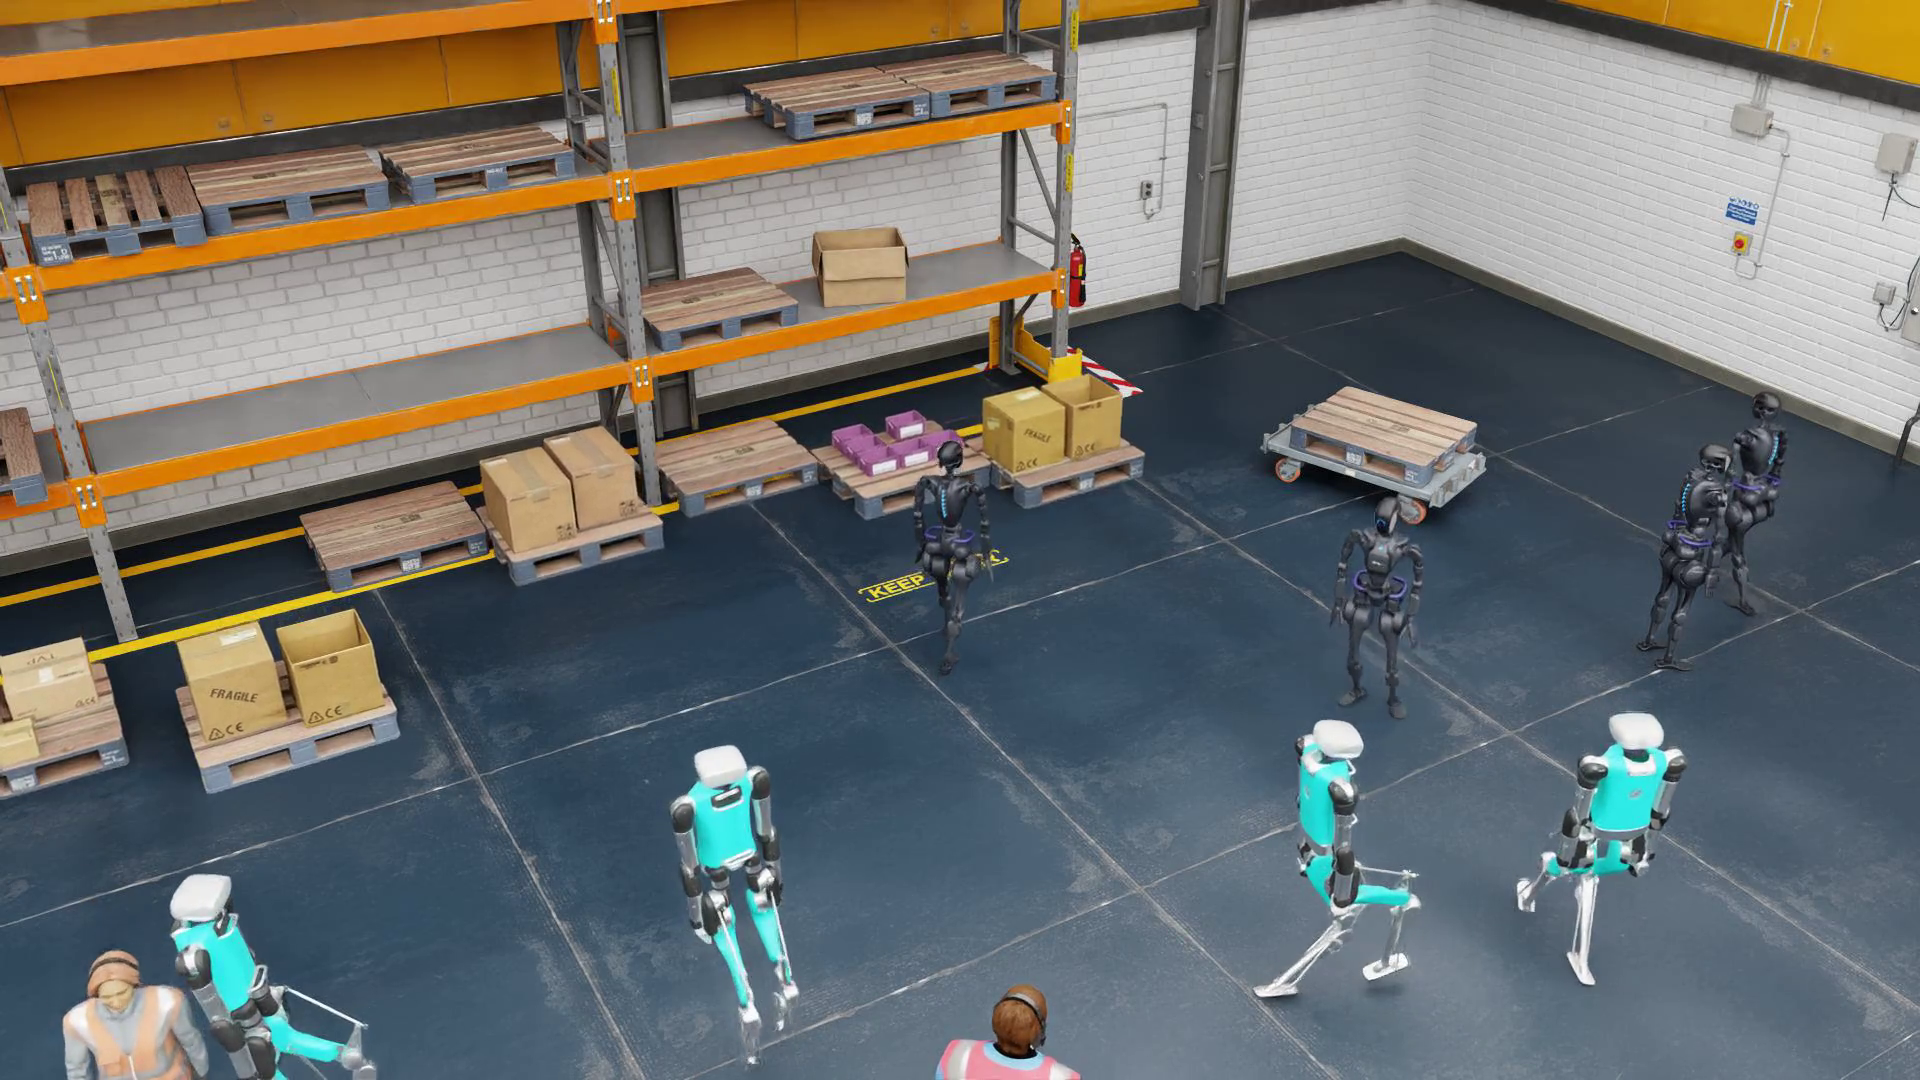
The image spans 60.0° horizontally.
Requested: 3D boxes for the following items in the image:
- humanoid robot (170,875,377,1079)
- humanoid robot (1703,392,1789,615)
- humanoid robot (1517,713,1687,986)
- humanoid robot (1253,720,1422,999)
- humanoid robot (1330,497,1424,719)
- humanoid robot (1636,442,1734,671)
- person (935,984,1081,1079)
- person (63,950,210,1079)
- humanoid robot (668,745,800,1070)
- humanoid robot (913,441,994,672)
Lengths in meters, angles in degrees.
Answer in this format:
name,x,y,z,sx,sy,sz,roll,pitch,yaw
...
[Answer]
name,x,y,z,sx,sy,sz,roll,pitch,yaw
humanoid robot,-2.996,2.274,7.552,0.781,1.867,0.540,-5,30,-9
humanoid robot,5.708,-0.319,12.141,0.611,1.629,0.740,-12,32,-21
humanoid robot,3.314,1.527,8.837,0.552,1.837,0.896,-2,30,-4
humanoid robot,2.080,1.664,8.583,1.040,1.765,0.544,-7,30,-12
humanoid robot,2.721,0.424,10.794,0.595,1.631,0.381,14,32,23
humanoid robot,4.986,0.087,11.375,0.315,1.657,0.599,-3,30,-5
person,0.215,2.563,6.855,0.628,1.838,0.431,9,31,16
person,-3.548,2.464,7.256,0.520,1.603,0.775,-8,30,-14
humanoid robot,-1.002,1.898,8.170,0.532,1.801,0.760,-19,35,-30
humanoid robot,-0.031,0.055,11.468,0.599,1.629,0.739,11,31,19
